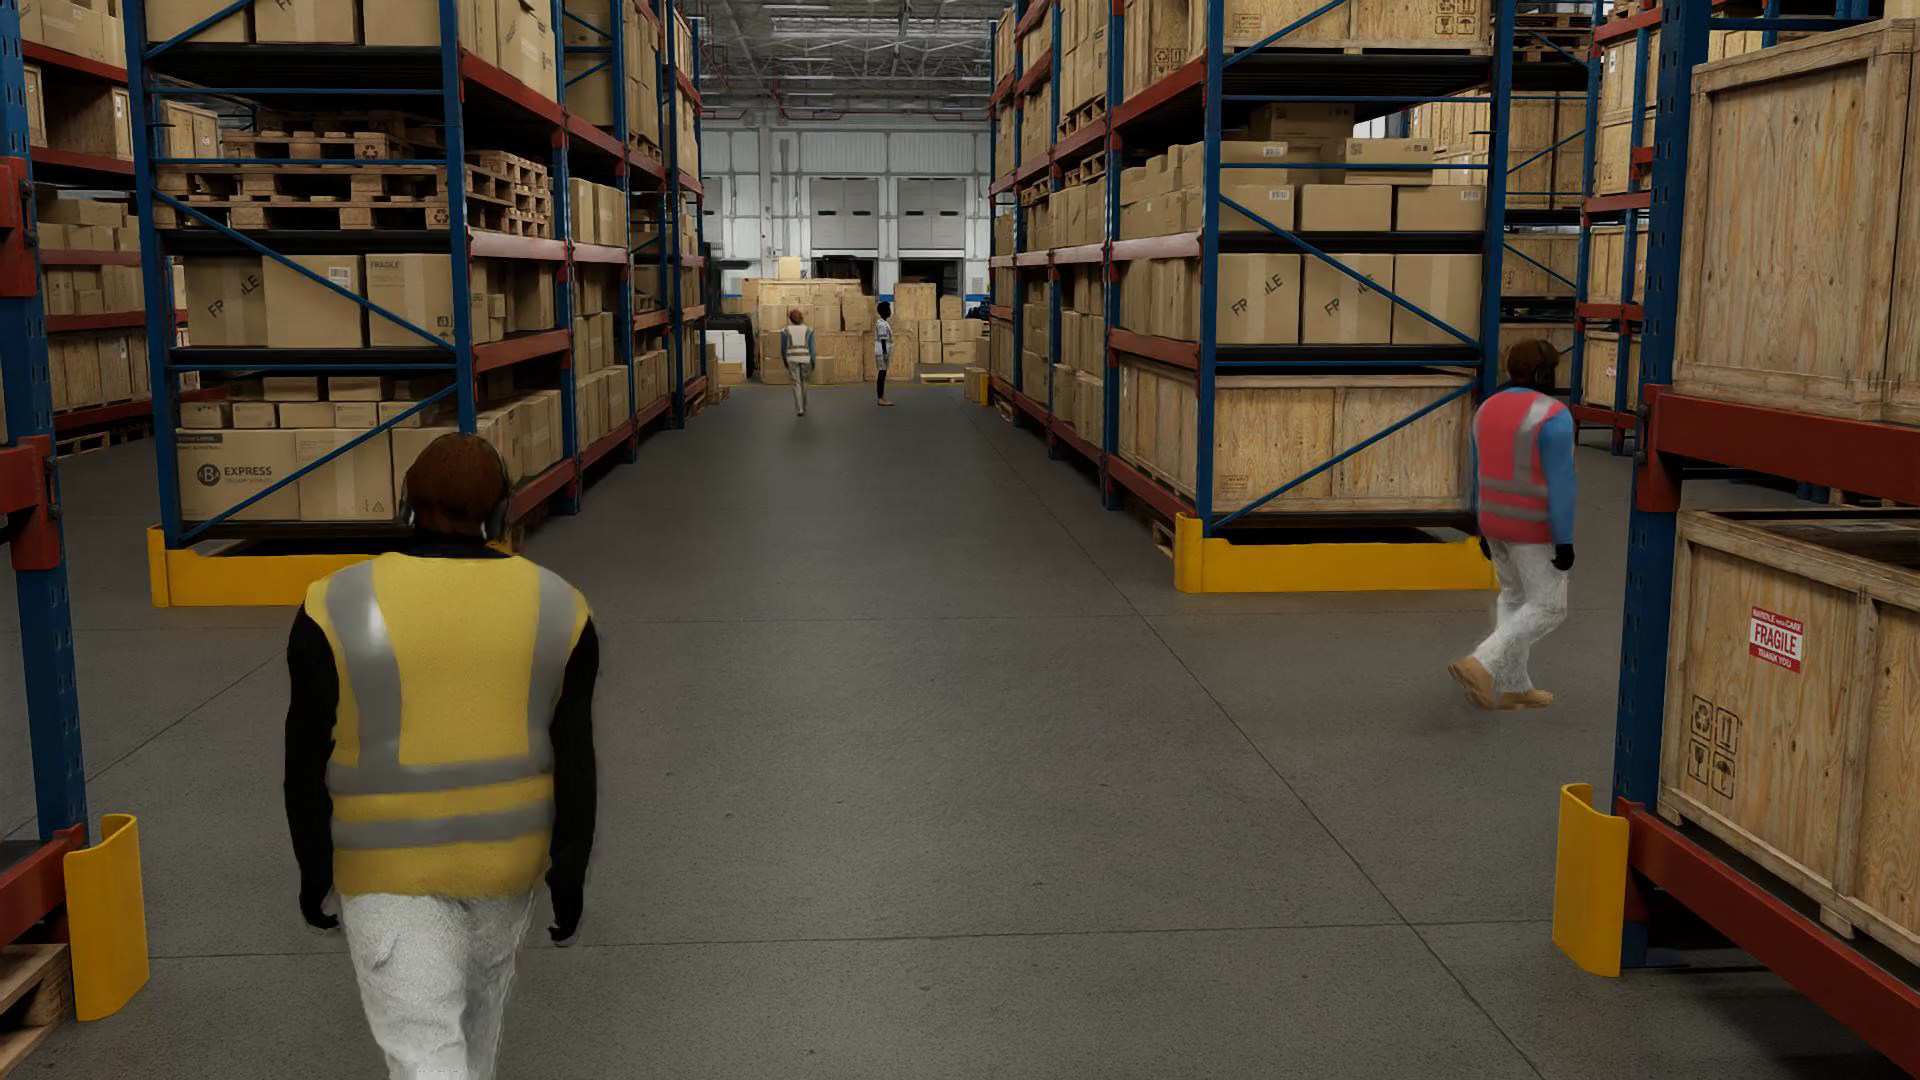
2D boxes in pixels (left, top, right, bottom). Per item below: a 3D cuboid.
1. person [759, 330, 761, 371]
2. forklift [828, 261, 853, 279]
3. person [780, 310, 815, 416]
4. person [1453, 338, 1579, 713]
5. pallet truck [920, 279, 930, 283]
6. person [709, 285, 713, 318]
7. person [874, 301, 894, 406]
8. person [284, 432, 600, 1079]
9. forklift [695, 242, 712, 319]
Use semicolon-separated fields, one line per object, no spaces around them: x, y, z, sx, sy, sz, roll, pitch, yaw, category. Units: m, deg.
-4.145;-4.590;36.924;0.771;1.663;0.555;-4;10;-22;person
-4.124;-8.499;57.697;1.129;2.768;1.873;0;9;0;forklift
-2.465;-2.691;25.278;0.506;1.584;0.924;-2;9;-14;person
2.645;-0.047;7.932;0.586;1.821;0.640;-3;10;-18;person
-0.932;-8.922;63.114;1.885;1.965;0.823;2;9;13;pallet truck
-5.466;-4.626;36.460;0.958;1.890;0.567;-3;10;-21;person
-1.234;-3.023;27.017;0.318;1.697;0.536;-1;9;-4;person
-1.034;0.682;3.444;0.622;1.805;0.911;-6;11;-32;person
-5.578;-5.046;36.014;1.873;2.768;1.129;-1;9;-4;forklift
